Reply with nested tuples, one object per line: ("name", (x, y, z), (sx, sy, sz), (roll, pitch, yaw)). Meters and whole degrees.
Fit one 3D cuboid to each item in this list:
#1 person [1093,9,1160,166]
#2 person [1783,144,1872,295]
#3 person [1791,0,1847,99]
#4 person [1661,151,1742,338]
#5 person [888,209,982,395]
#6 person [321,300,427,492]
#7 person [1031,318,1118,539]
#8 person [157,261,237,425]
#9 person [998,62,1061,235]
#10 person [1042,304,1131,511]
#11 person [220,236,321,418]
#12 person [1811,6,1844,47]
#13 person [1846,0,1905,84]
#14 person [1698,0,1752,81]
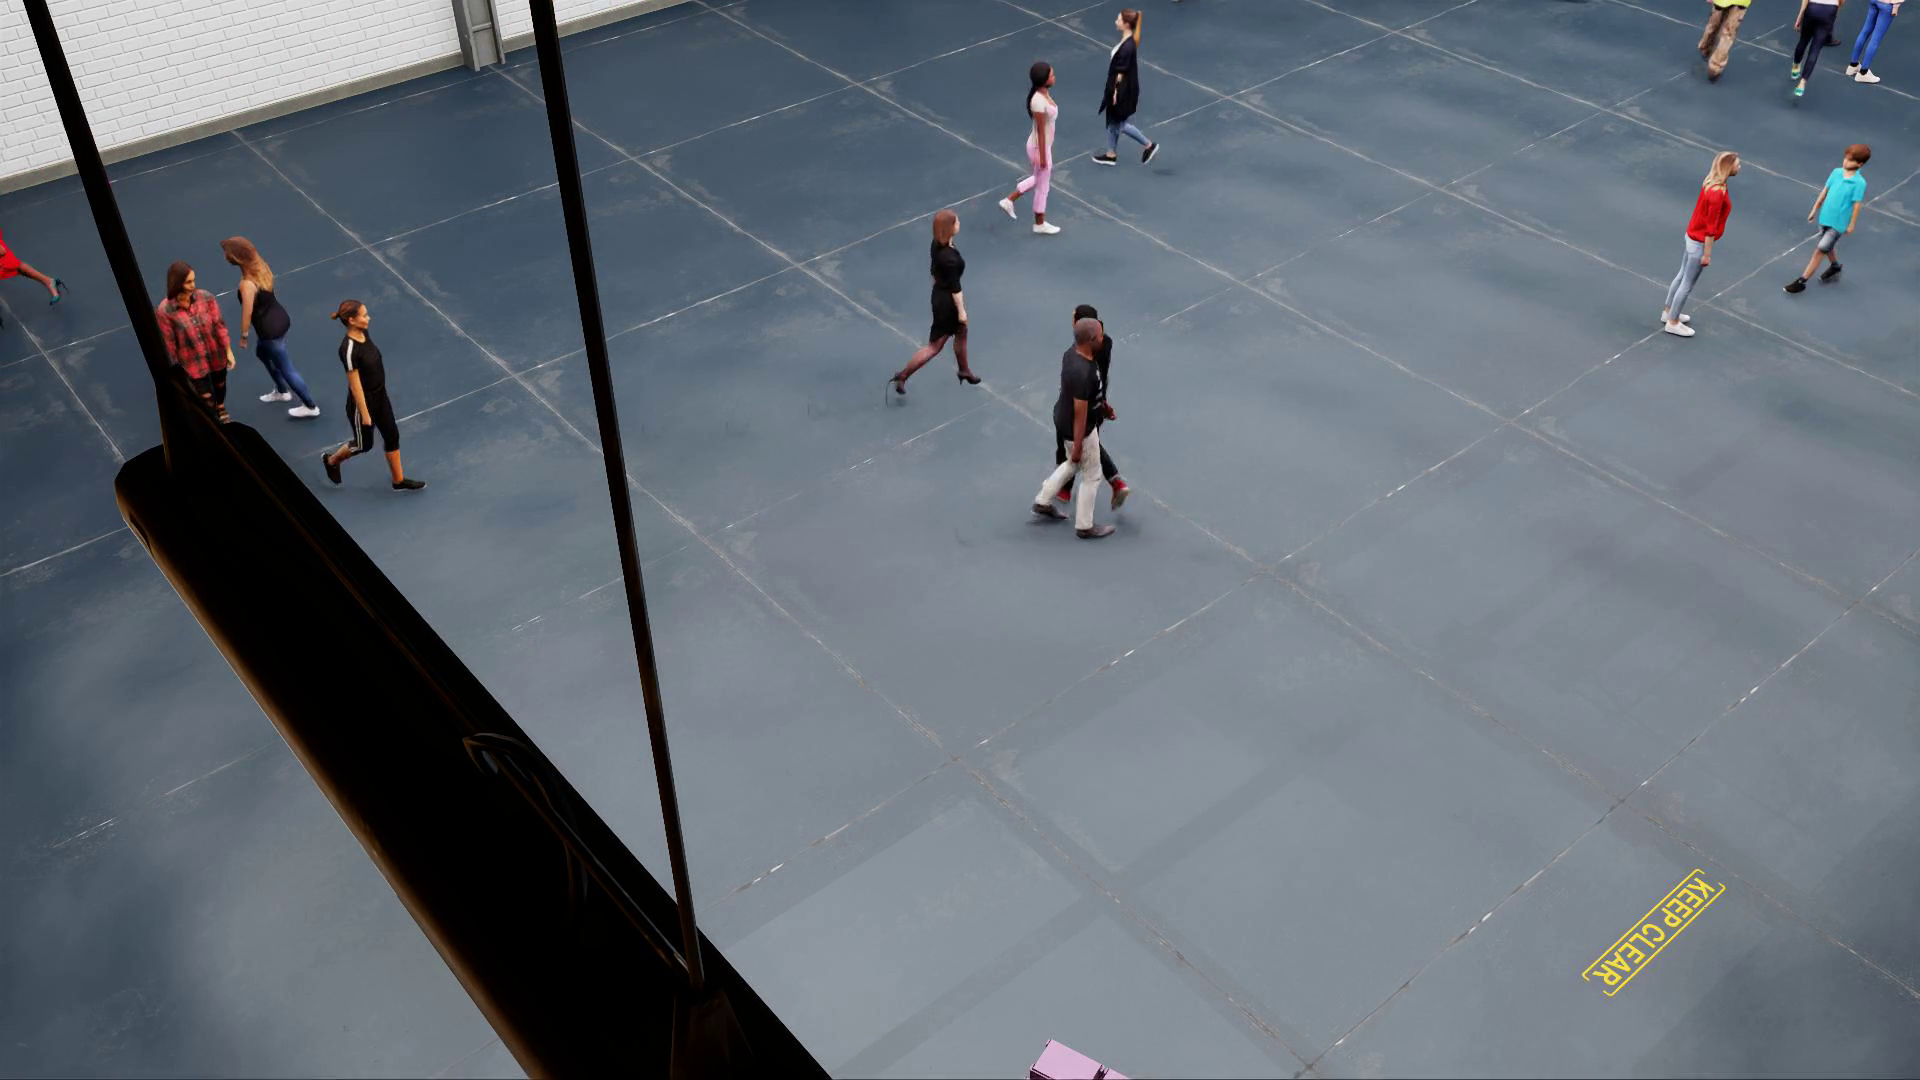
("person", (1.741, -4.578, 16.992), (1.017, 1.669, 0.968), (5, 39, 6))
("person", (8.019, -2.935, 15.134), (1.028, 1.420, 0.746), (-12, 40, -15))
("person", (9.531, -5.724, 18.439), (0.952, 1.654, 1.320), (16, 41, 19))
("person", (6.439, -2.594, 14.479), (0.743, 1.705, 0.658), (7, 39, 8))
("person", (-0.200, -1.880, 13.611), (1.141, 1.671, 0.876), (-10, 40, -12))
("person", (-4.571, -1.057, 12.608), (1.052, 1.637, 0.995), (4, 39, 5))
("person", (0.790, -0.824, 12.204), (1.014, 1.778, 0.917), (-1, 39, -1))
("person", (-5.971, -1.460, 13.099), (1.004, 1.656, 0.671), (-26, 45, -28))
("person", (0.676, -3.722, 15.870), (0.939, 1.732, 0.863), (1, 39, 1))
("person", (0.969, -0.942, 12.382), (0.739, 1.740, 0.943), (31, 48, 33))
("person", (-5.459, -1.688, 13.353), (0.898, 1.694, 0.827), (-2, 39, -2))
("person", (10.410, -6.786, 19.613), (0.711, 1.848, 0.728), (-12, 40, -15))
("person", (10.441, -6.079, 18.791), (0.742, 1.770, 0.723), (-3, 39, -4))
("person", (8.725, -6.096, 18.790), (0.959, 1.798, 1.212), (19, 42, 22))
